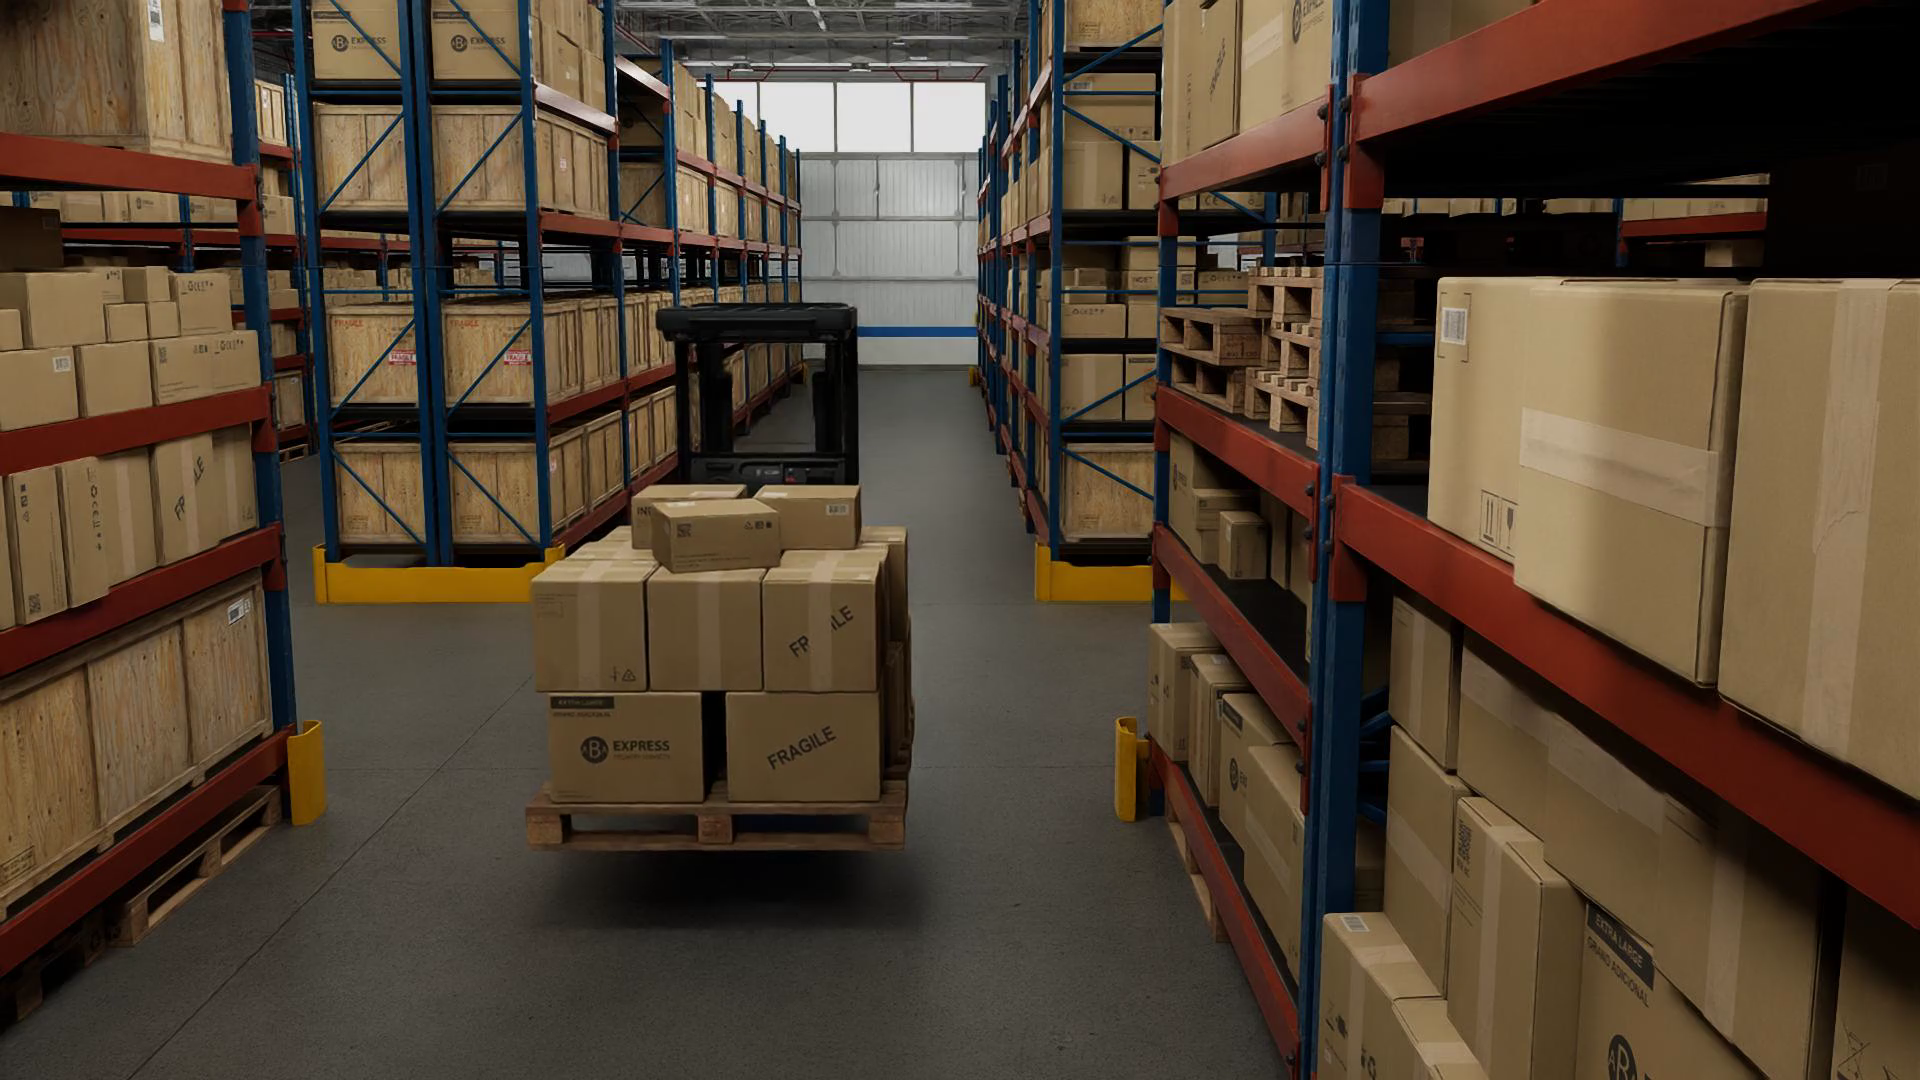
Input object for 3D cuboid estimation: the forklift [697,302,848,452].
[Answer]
[{"bbox_3d":[-1.159,-0.095,10.441,1.129,2.768,1.873,0,9,-1],"label":"forklift"}]
